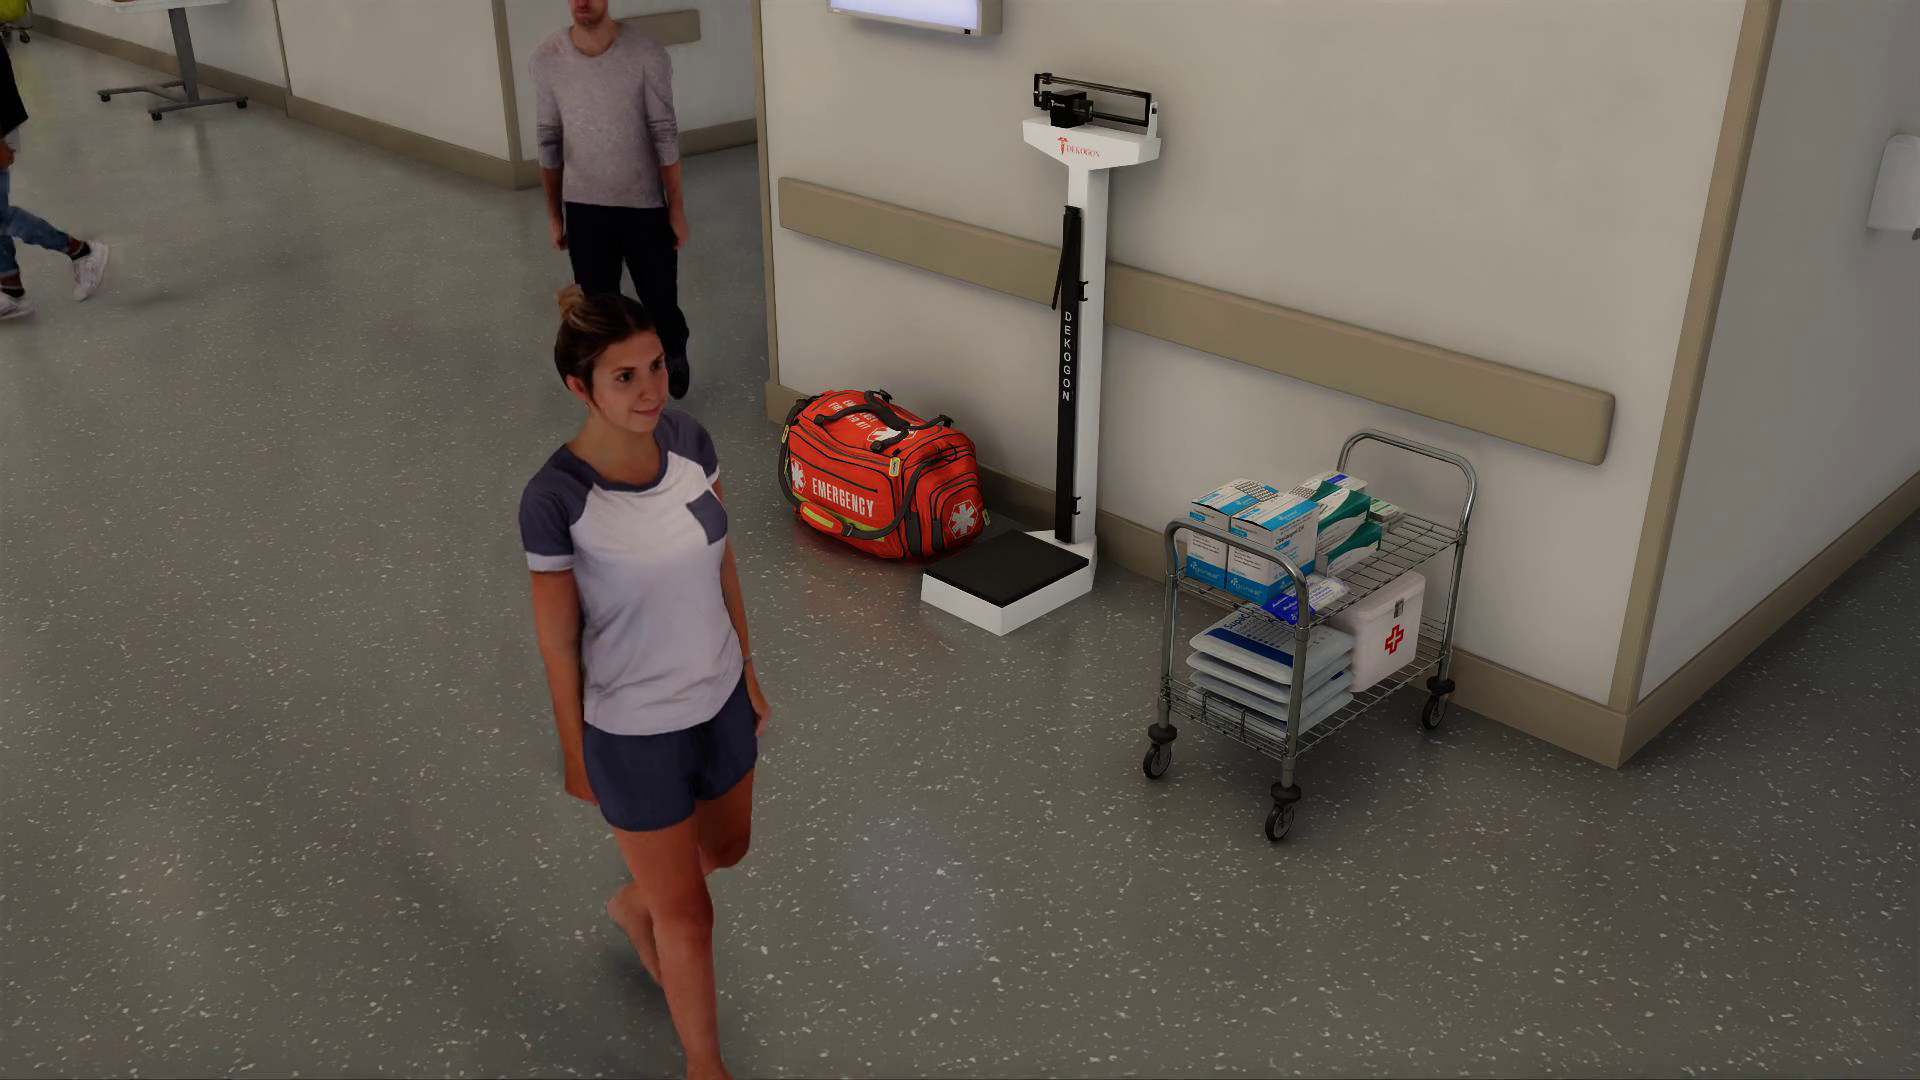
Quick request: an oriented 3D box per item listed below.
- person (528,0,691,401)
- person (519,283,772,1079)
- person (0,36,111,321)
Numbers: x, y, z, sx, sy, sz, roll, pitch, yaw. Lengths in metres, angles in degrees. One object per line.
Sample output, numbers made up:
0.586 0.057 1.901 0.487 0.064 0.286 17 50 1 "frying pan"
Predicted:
-1.217 -1.215 6.039 1.001 1.823 1.056 1 26 1 "person"
-0.585 0.304 3.141 0.908 1.603 0.640 19 32 34 "person"
-4.297 -1.869 7.426 0.783 1.797 0.818 -21 33 -36 "person"
